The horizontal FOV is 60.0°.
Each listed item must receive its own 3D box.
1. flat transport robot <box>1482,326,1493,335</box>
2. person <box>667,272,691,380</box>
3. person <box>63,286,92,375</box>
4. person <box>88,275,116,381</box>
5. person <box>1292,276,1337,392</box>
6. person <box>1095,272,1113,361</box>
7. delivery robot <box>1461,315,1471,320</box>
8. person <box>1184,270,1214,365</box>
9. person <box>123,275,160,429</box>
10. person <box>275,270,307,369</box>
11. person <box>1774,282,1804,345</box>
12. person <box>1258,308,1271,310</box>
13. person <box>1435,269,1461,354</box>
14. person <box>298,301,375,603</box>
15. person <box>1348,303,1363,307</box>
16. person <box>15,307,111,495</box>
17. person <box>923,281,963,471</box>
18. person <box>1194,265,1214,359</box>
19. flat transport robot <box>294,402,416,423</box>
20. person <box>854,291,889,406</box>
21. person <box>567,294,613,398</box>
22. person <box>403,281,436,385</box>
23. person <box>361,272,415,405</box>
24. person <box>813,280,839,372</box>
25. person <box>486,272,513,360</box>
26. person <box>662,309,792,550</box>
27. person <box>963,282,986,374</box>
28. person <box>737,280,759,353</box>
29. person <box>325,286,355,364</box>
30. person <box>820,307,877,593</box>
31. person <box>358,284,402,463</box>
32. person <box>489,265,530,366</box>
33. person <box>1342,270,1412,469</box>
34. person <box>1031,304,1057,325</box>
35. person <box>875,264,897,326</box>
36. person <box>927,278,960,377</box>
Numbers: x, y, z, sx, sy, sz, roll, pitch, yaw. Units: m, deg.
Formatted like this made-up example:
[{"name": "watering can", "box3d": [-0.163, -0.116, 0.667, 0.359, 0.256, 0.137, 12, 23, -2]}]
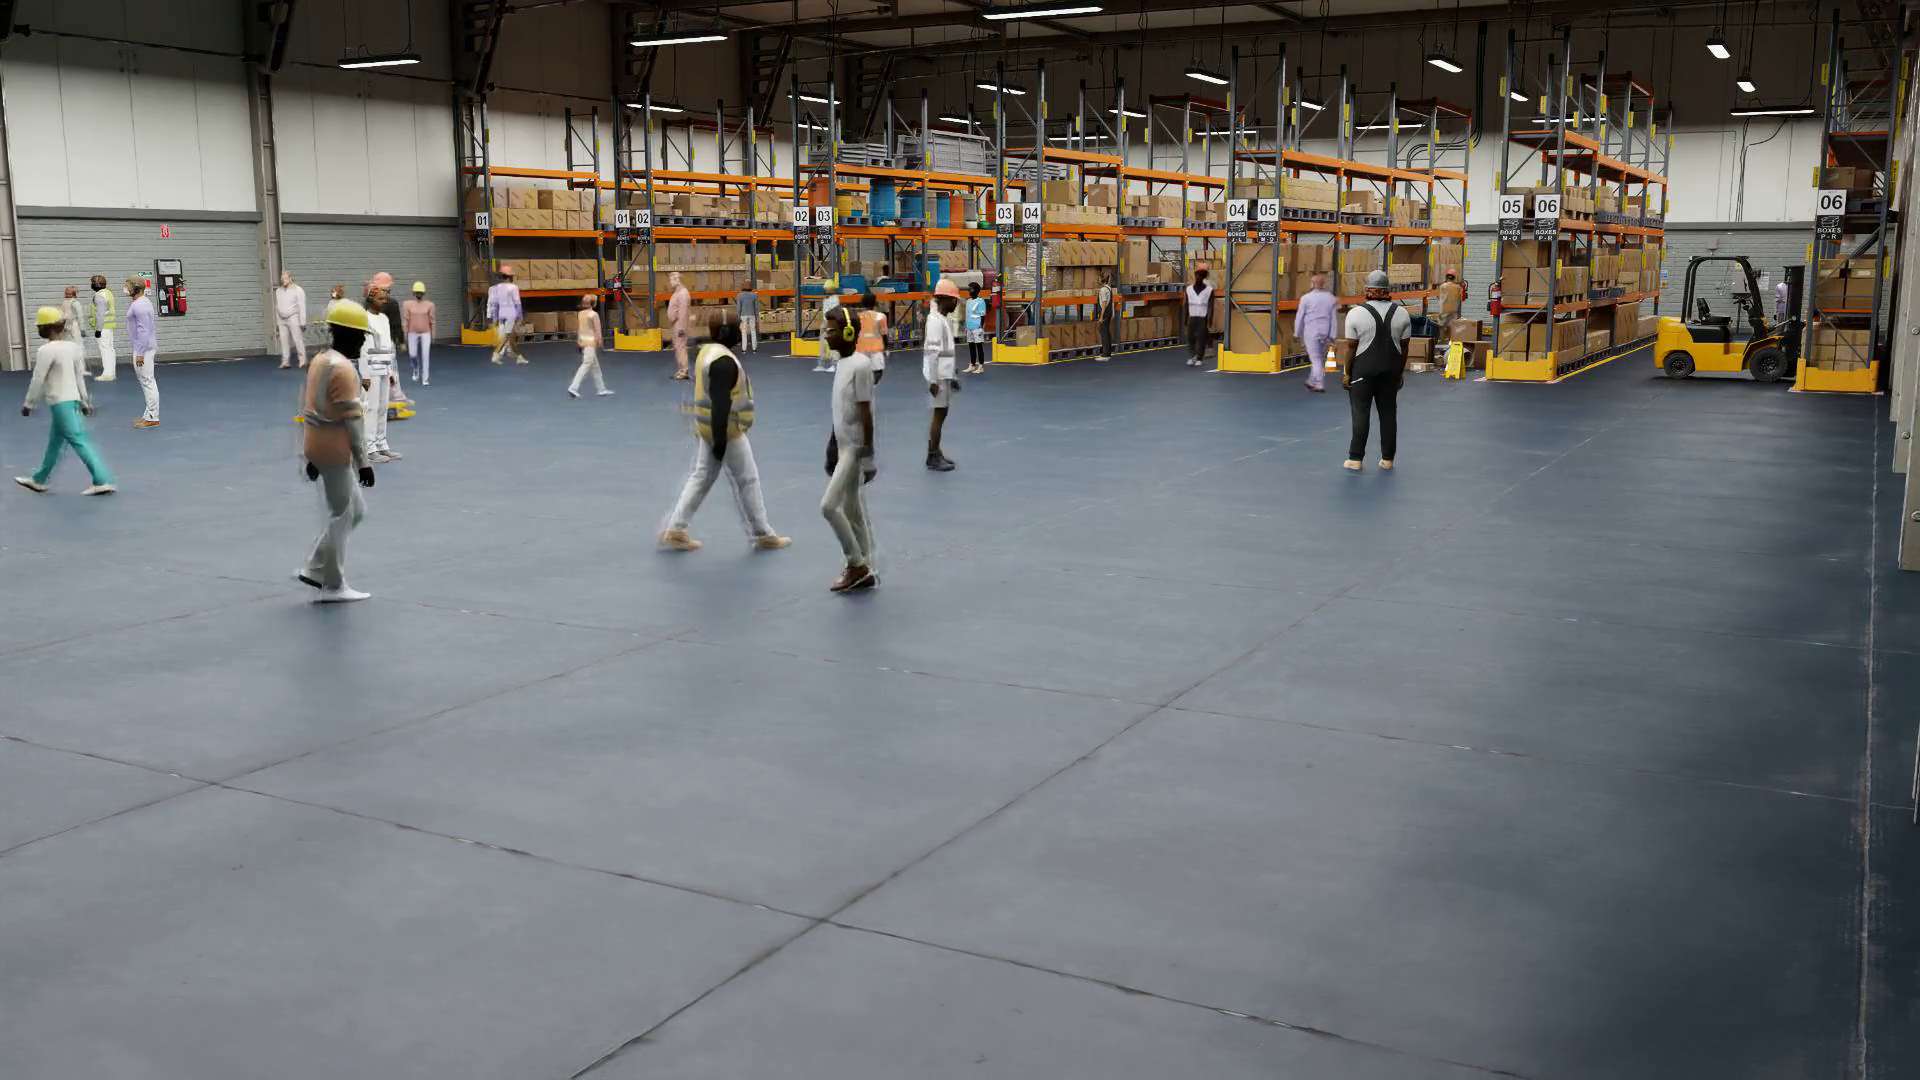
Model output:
[{"name": "flat transport robot", "box3d": [14.636, -5.767, 45.776, 0.652, 0.197, 1.431, 6, 11, 30]}, {"name": "person", "box3d": [-4.955, -3.766, 29.340, 0.397, 1.892, 0.657, -4, 10, -21]}, {"name": "person", "box3d": [-16.197, -3.829, 30.436, 0.520, 1.637, 0.309, 6, 11, 32]}, {"name": "person", "box3d": [-15.049, -3.716, 29.178, 0.429, 1.844, 0.627, -2, 10, -14]}, {"name": "person", "box3d": [5.713, -3.322, 26.861, 0.647, 1.851, 0.979, -3, 10, -19]}, {"name": "person", "box3d": [2.997, -4.633, 34.538, 0.327, 1.843, 0.515, 4, 10, 20]}, {"name": "delivery robot", "box3d": [13.756, -5.951, 45.751, 0.707, 0.478, 0.477, 0, 10, 0]}, {"name": "person", "box3d": [4.712, -4.404, 33.017, 0.621, 1.900, 0.660, 4, 11, 24]}, {"name": "person", "box3d": [-10.373, -2.382, 21.087, 0.372, 1.940, 0.630, -5, 11, -26]}, {"name": "person", "box3d": [-12.927, -4.232, 32.059, 0.658, 1.917, 0.409, 3, 10, 17]}, {"name": "person", "box3d": [18.399, -5.083, 36.965, 0.580, 1.918, 0.399, 5, 11, 25]}, {"name": "person", "box3d": [6.794, -5.007, 36.495, 0.575, 1.921, 0.447, 7, 12, 34]}, {"name": "person", "box3d": [10.826, -5.049, 36.834, 0.568, 1.889, 0.524, -2, 10, -14]}, {"name": "person", "box3d": [-3.879, -0.542, 10.453, 0.480, 1.896, 0.595, -6, 11, -32]}, {"name": "person", "box3d": [10.525, -6.089, 43.797, 0.539, 1.593, 0.856, 7, 12, 37]}, {"name": "person", "box3d": [-8.214, -1.247, 15.106, 0.950, 1.709, 0.531, 0, 10, -3]}, {"name": "person", "box3d": [-0.181, -1.669, 17.026, 0.390, 1.906, 0.627, 1, 10, 8]}, {"name": "person", "box3d": [5.133, -4.821, 35.237, 0.419, 2.002, 0.684, 8, 13, 39]}, {"name": "flat transport robot", "box3d": [-7.957, -1.688, 21.899, 0.652, 0.197, 1.431, 5, 11, 29]}, {"name": "person", "box3d": [-1.302, -2.716, 23.785, 0.536, 1.676, 0.701, 3, 10, 19]}, {"name": "person", "box3d": [-5.758, -3.002, 25.701, 0.844, 1.601, 0.533, -9, 13, -42]}, {"name": "person", "box3d": [-9.126, -3.495, 28.109, 0.531, 1.754, 0.436, -3, 10, -17]}, {"name": "person", "box3d": [-8.296, -2.867, 23.884, 0.622, 1.963, 0.969, 7, 12, 35]}, {"name": "person", "box3d": [-2.513, -4.017, 31.312, 0.433, 1.719, 0.574, -7, 12, -36]}, {"name": "person", "box3d": [-9.708, -4.769, 35.330, 0.573, 1.851, 0.895, 3, 10, 16]}, {"name": "person", "box3d": [-1.774, -0.805, 12.273, 0.944, 1.801, 0.639, -3, 10, -19]}, {"name": "person", "box3d": [0.270, -3.922, 30.810, 0.315, 1.696, 0.541, -7, 12, -34]}, {"name": "person", "box3d": [-4.770, -5.009, 37.354, 0.509, 1.632, 0.266, -4, 10, -20]}, {"name": "person", "box3d": [-12.335, -4.244, 33.004, 0.524, 1.579, 0.870, 4, 10, 22]}, {"name": "person", "box3d": [-0.753, -0.570, 10.724, 0.493, 1.852, 0.565, -3, 10, -18]}, {"name": "person", "box3d": [-6.186, -1.766, 17.635, 0.339, 1.882, 0.584, 1, 10, 8]}, {"name": "person", "box3d": [-9.029, -4.463, 33.133, 0.620, 2.007, 1.046, 7, 12, 34]}, {"name": "person", "box3d": [4.221, -1.741, 17.030, 0.687, 2.000, 0.538, -1, 10, -8]}, {"name": "person", "box3d": [1.899, -5.207, 37.668, 0.626, 1.931, 0.375, 0, 10, -2]}, {"name": "person", "box3d": [-2.008, -6.613, 45.831, 0.631, 1.941, 0.611, 5, 11, 26]}, {"name": "person", "box3d": [-0.251, -3.595, 28.598, 0.590, 1.803, 0.818, 9, 13, 43]}]
